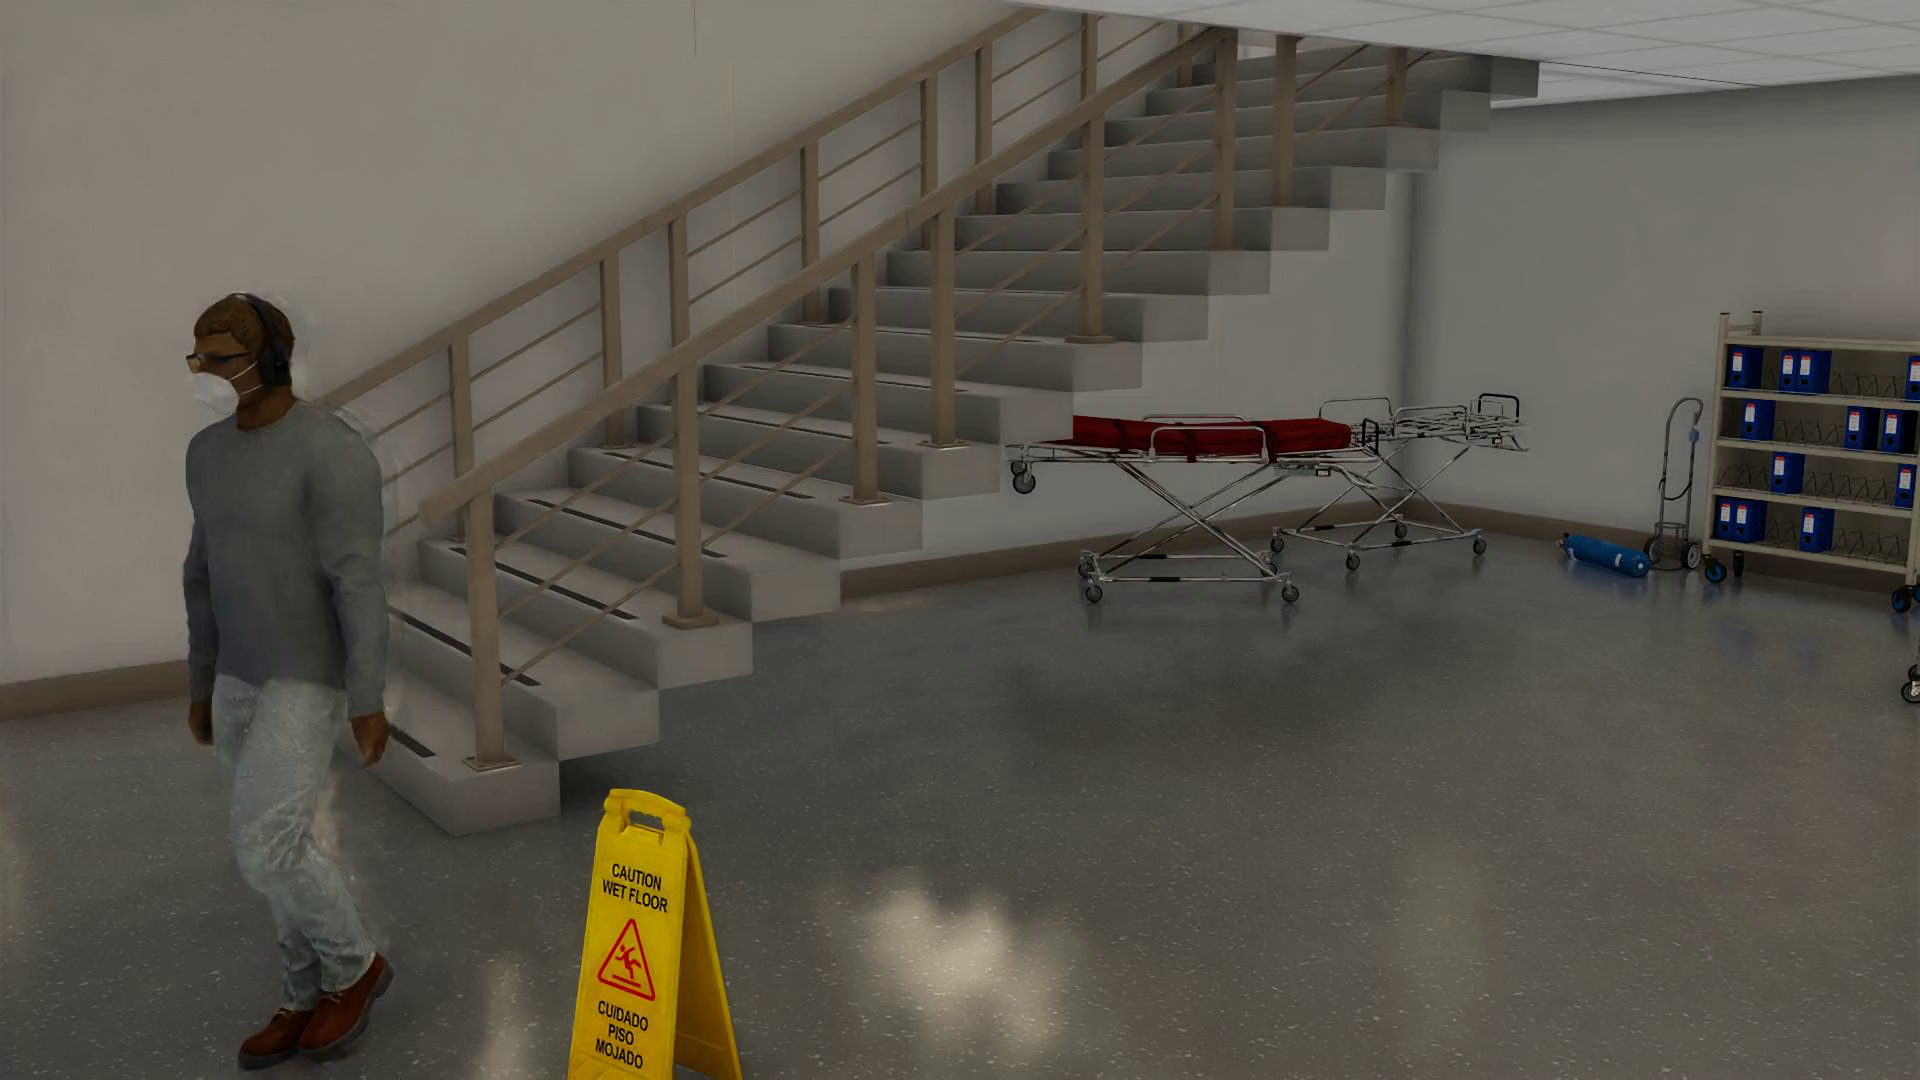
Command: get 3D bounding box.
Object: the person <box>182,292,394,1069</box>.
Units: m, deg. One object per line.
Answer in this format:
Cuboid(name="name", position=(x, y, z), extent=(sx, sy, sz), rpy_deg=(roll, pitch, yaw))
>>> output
Cuboid(name="person", position=(-1.685, 0.365, 4.070), extent=(0.637, 1.923, 0.452), rpy_deg=(7, 12, 33))
